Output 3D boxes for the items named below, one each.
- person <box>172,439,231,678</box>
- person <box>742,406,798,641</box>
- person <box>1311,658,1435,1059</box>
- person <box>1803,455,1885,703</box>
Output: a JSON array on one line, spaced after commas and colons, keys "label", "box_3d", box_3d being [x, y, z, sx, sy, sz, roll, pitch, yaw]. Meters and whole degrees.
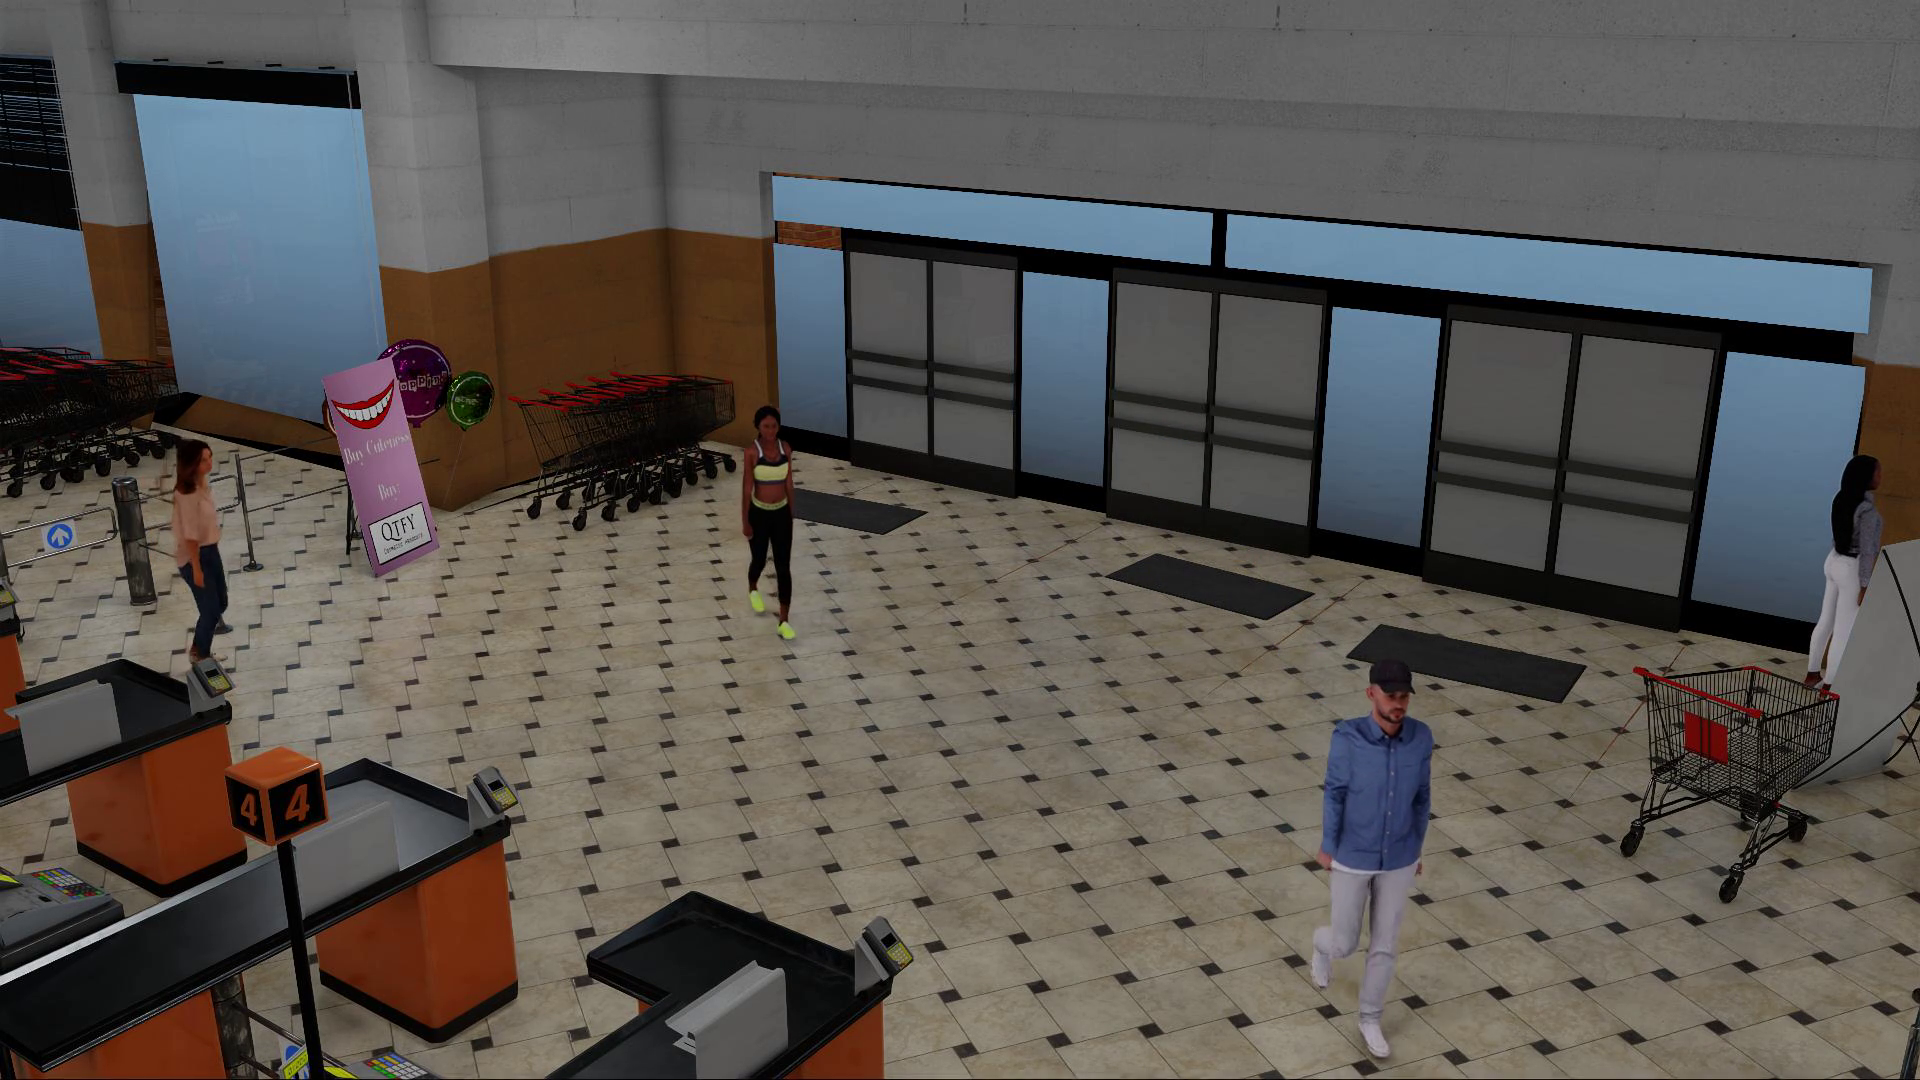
[{"label": "person", "box_3d": [-5.282, 0.158, 11.482, 0.885, 1.754, 0.818, -4, 19, -11]}, {"label": "person", "box_3d": [-1.468, -0.164, 12.495, 1.132, 1.718, 1.042, -7, 20, -21]}, {"label": "person", "box_3d": [1.873, 1.394, 7.629, 0.960, 1.875, 1.049, -1, 19, -4]}, {"label": "person", "box_3d": [5.995, 0.256, 11.237, 0.739, 1.725, 0.631, 1, 19, 3]}]
